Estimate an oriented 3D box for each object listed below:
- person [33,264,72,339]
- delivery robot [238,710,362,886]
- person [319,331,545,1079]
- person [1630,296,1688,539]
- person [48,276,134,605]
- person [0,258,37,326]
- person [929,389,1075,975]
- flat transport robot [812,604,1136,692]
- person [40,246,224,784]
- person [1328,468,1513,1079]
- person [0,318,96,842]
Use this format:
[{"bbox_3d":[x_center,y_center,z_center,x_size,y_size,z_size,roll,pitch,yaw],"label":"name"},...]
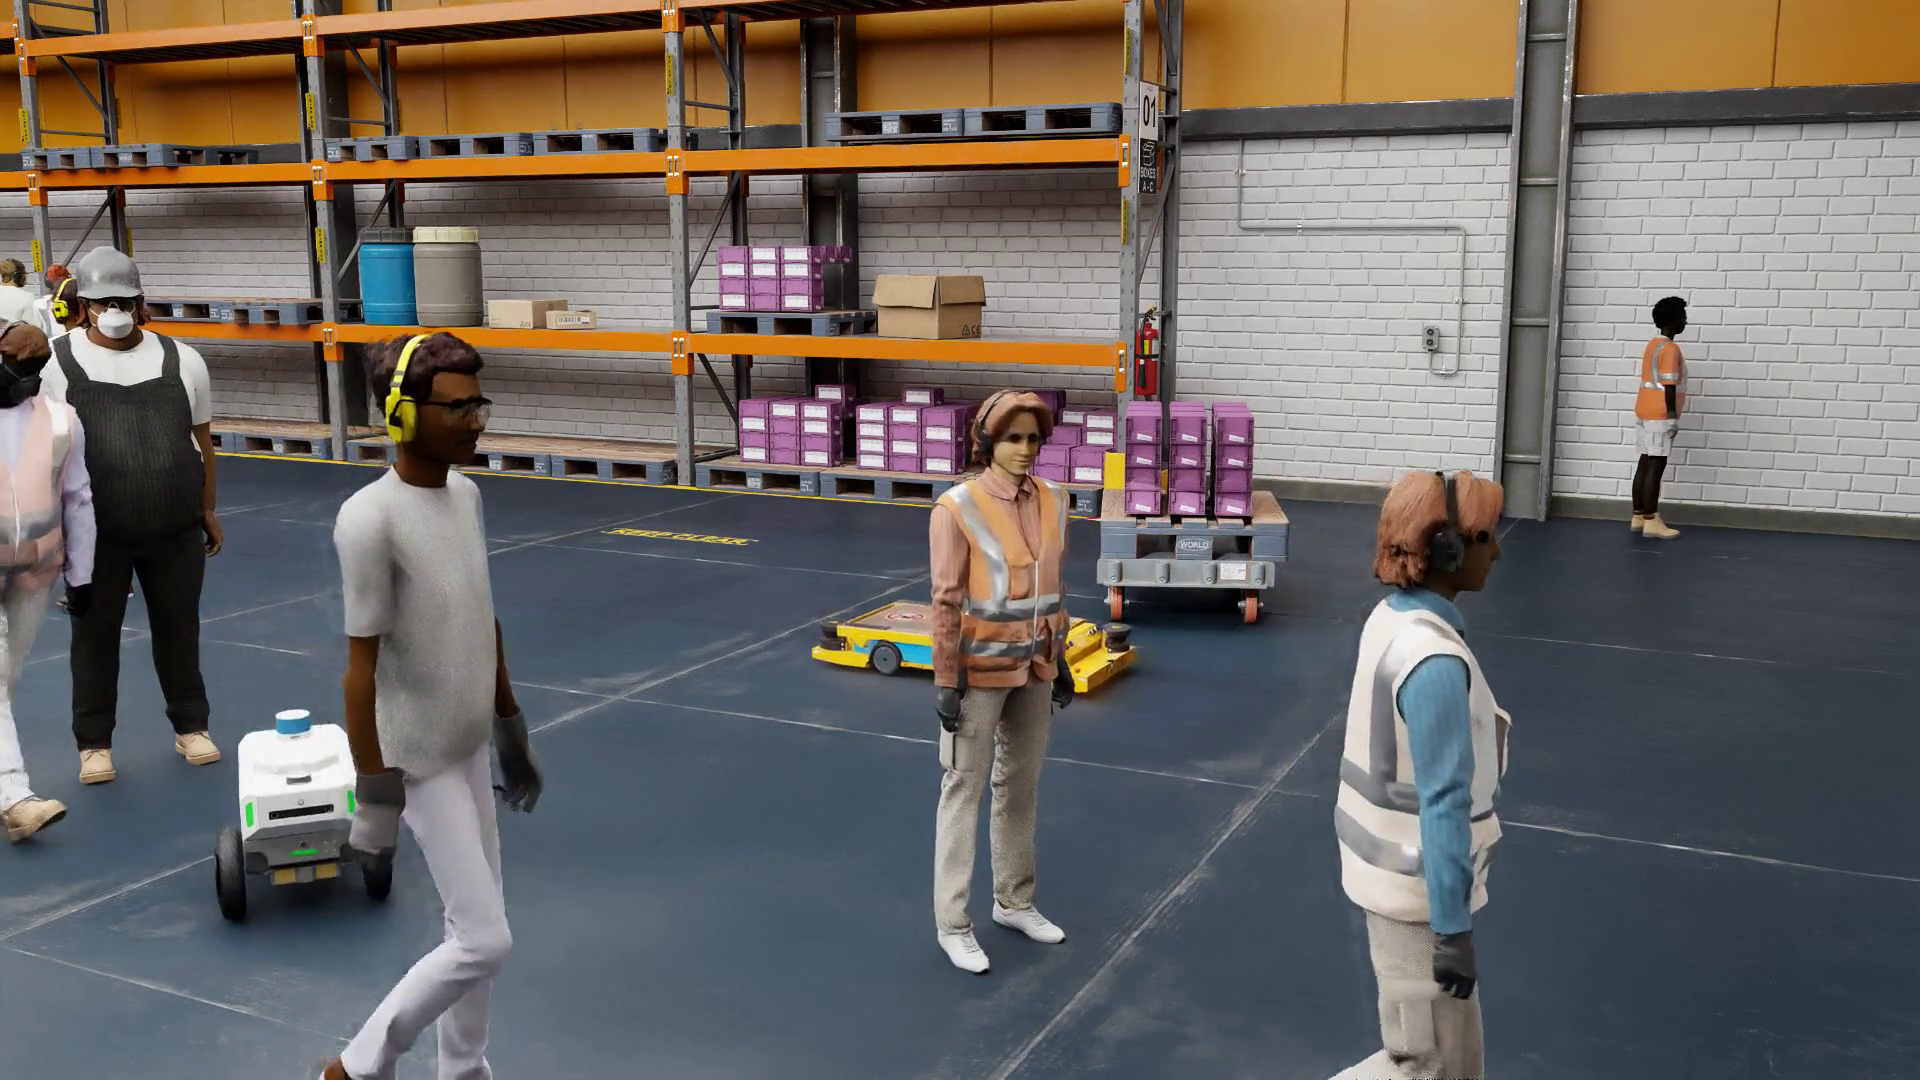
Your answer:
[{"bbox_3d":[-8.676,-1.724,16.147,0.580,1.879,0.358,-6,12,-31],"label":"person"},{"bbox_3d":[-2.108,0.784,5.293,0.477,0.478,0.707,-5,11,-23],"label":"delivery robot"},{"bbox_3d":[-1.117,0.475,3.631,0.412,1.854,0.529,1,10,7],"label":"person"},{"bbox_3d":[4.951,-0.868,11.761,0.322,1.697,0.533,1,10,8],"label":"person"},{"bbox_3d":[-5.003,-0.561,9.499,0.328,1.876,0.513,3,10,15],"label":"person"},{"bbox_3d":[-9.105,-1.742,16.078,0.635,1.937,0.354,3,10,16],"label":"person"},{"bbox_3d":[0.122,0.391,4.731,0.521,1.636,0.311,-9,13,-42],"label":"person"},{"bbox_3d":[0.066,0.495,8.043,1.431,0.197,0.652,5,11,25],"label":"flat transport robot"},{"bbox_3d":[-3.173,-0.099,6.380,0.690,2.000,0.538,-8,13,-38],"label":"person"},{"bbox_3d":[0.831,0.663,3.194,0.651,1.616,0.525,2,10,9],"label":"person"},{"bbox_3d":[-3.335,0.134,5.795,0.947,1.782,0.688,8,13,38],"label":"person"}]
